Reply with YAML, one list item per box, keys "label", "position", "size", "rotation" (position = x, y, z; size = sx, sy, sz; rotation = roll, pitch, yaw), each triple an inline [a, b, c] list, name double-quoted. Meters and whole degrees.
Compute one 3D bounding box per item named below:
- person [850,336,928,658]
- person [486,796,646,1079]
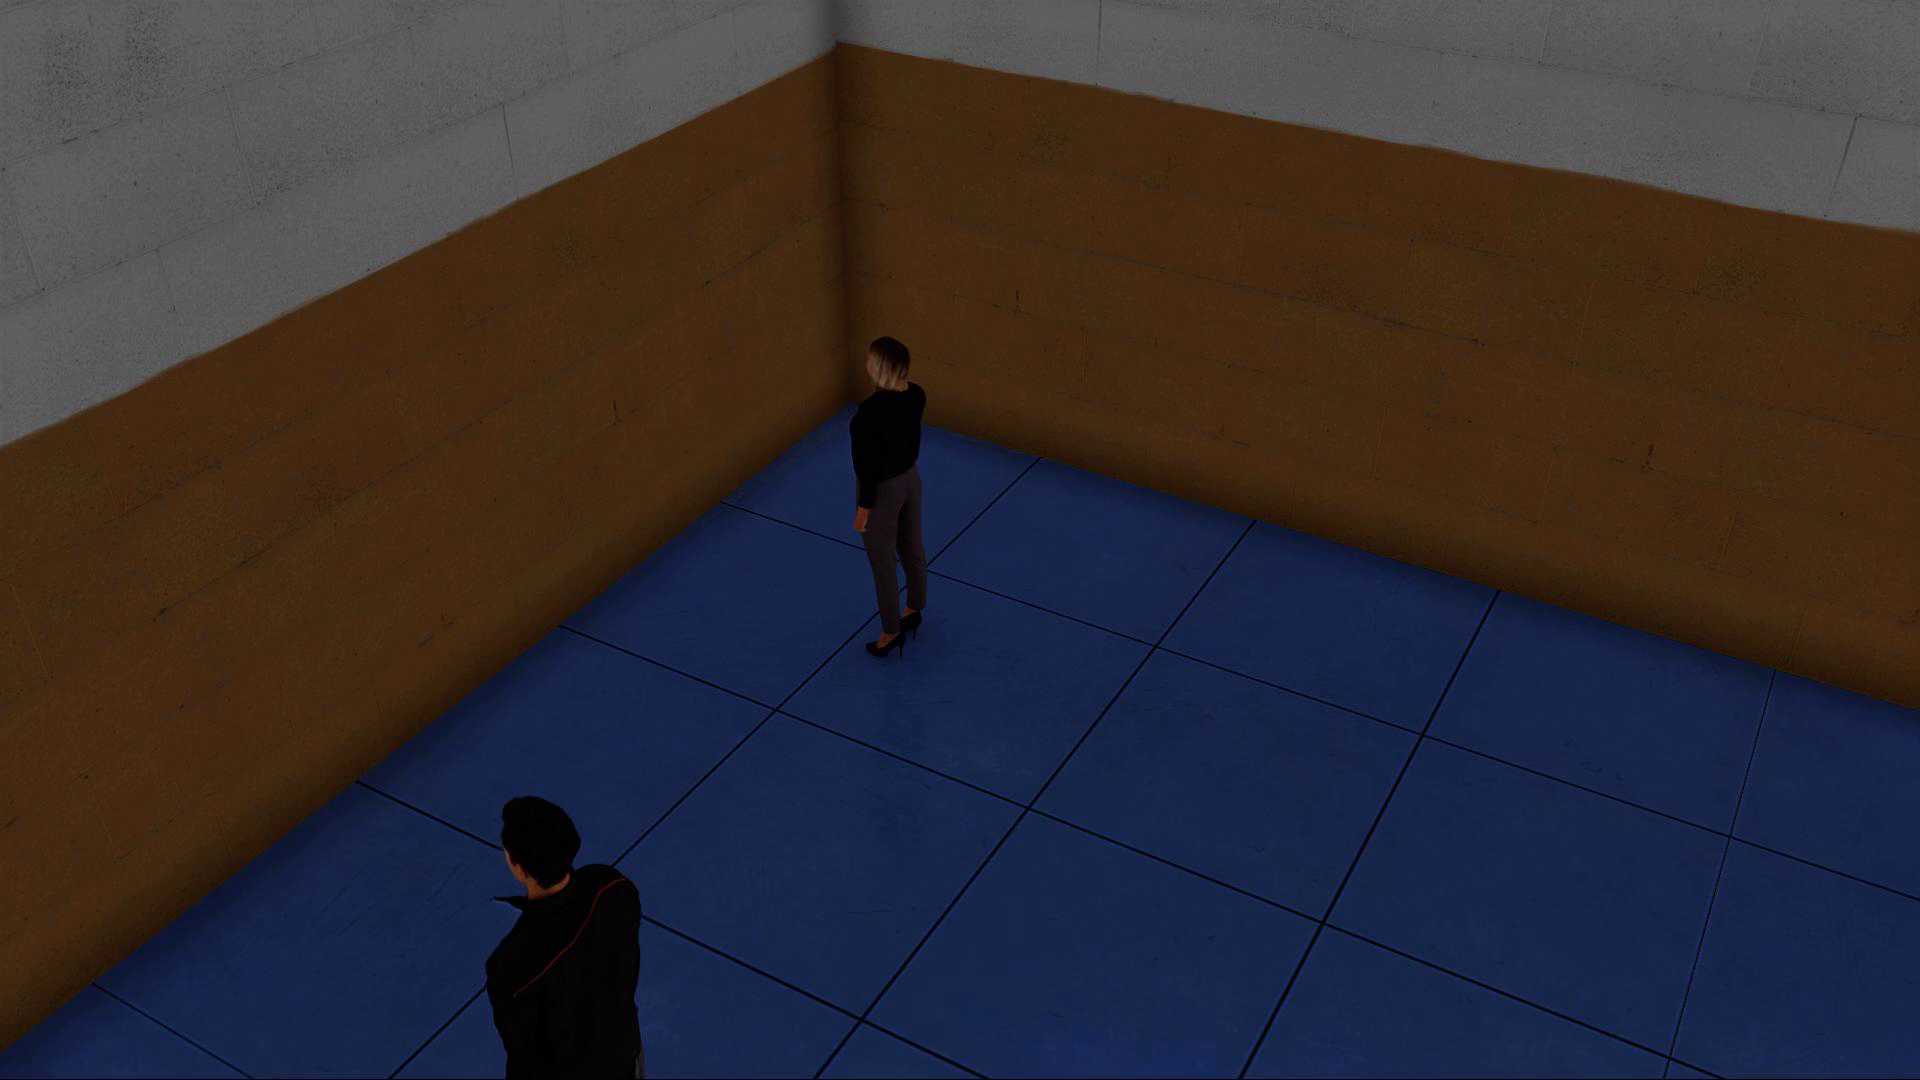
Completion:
- label: "person"
  position: [-0.314, -0.186, 7.726]
  size: [0.665, 1.672, 0.477]
  rotation: [21, 39, 28]
- label: "person"
  position: [-1.114, 1.519, 4.915]
  size: [0.763, 1.946, 0.528]
  rotation: [16, 37, 22]
